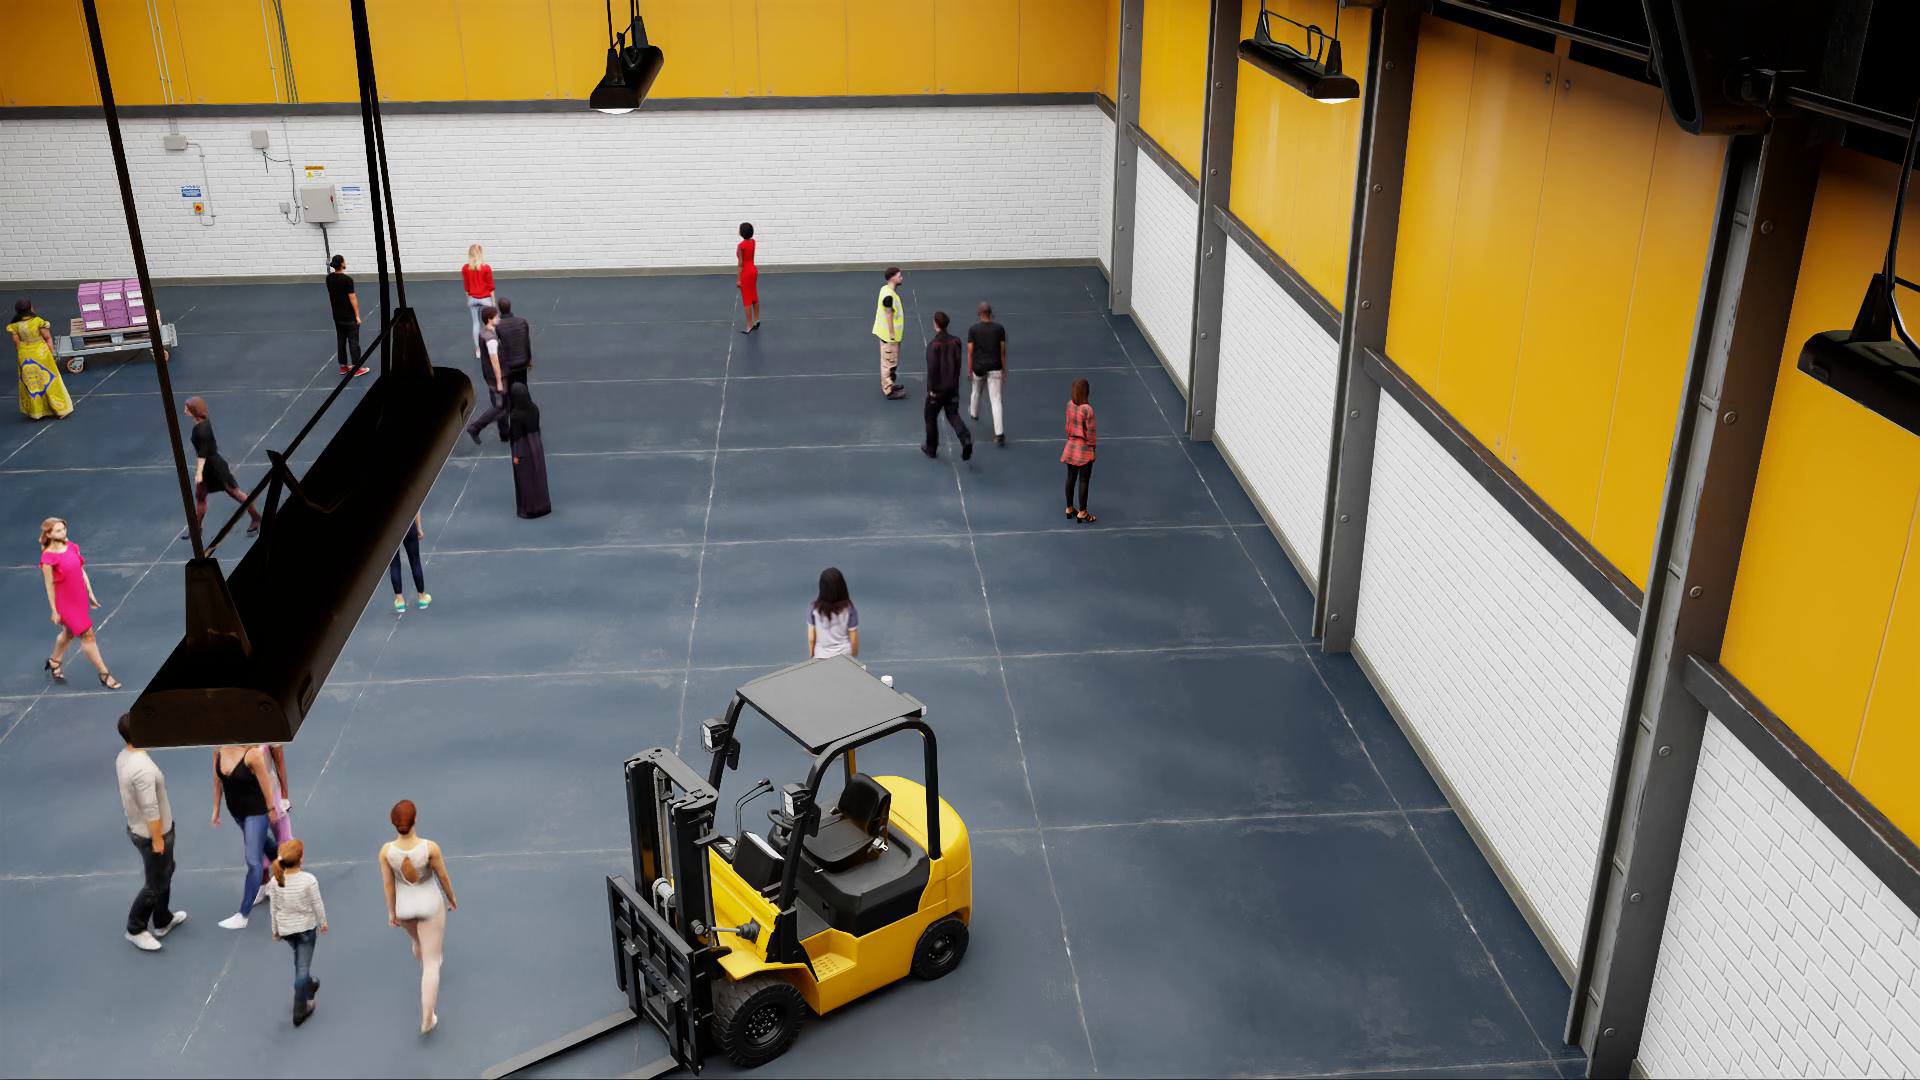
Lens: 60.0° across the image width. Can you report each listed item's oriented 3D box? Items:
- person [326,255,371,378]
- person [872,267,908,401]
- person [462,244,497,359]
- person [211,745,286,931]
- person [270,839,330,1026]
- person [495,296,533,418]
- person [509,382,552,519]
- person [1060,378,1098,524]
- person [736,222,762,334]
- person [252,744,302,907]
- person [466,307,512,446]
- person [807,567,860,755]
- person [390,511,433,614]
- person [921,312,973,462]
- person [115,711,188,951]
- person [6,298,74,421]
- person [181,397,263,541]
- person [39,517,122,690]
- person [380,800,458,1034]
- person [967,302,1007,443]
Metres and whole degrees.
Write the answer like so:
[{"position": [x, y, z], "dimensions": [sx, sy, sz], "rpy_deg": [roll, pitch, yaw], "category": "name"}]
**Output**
[{"position": [-8.866, -3.239, 23.966], "dimensions": [0.697, 1.756, 0.692], "rpy_deg": [9, 25, 20], "category": "person"}, {"position": [-0.955, -2.879, 23.033], "dimensions": [0.737, 1.842, 0.608], "rpy_deg": [-2, 24, -5], "category": "person"}, {"position": [-7.144, -3.560, 24.766], "dimensions": [0.626, 1.702, 0.533], "rpy_deg": [0, 24, 0], "category": "person"}, {"position": [-5.159, 1.945, 12.204], "dimensions": [0.917, 1.679, 1.101], "rpy_deg": [11, 26, 24], "category": "person"}, {"position": [-4.451, 2.637, 11.097], "dimensions": [0.535, 1.296, 0.691], "rpy_deg": [2, 24, 4], "category": "person"}, {"position": [-5.826, -2.274, 21.658], "dimensions": [0.780, 1.836, 0.783], "rpy_deg": [-18, 30, -36], "category": "person"}, {"position": [-4.974, -1.049, 19.132], "dimensions": [0.774, 1.615, 0.685], "rpy_deg": [11, 26, 24], "category": "person"}, {"position": [1.369, -1.031, 18.980], "dimensions": [0.762, 1.703, 0.663], "rpy_deg": [-17, 29, -34], "category": "person"}, {"position": [-3.300, -4.098, 25.947], "dimensions": [0.707, 1.742, 0.593], "rpy_deg": [12, 26, 25], "category": "person"}, {"position": [-5.132, 1.900, 12.233], "dimensions": [0.596, 1.737, 0.552], "rpy_deg": [1, 24, 2], "category": "person"}, {"position": [-6.002, -2.050, 21.154], "dimensions": [0.949, 1.828, 1.015], "rpy_deg": [-12, 27, -26], "category": "person"}, {"position": [-1.080, 1.044, 14.200], "dimensions": [0.573, 1.729, 0.499], "rpy_deg": [-2, 24, -4], "category": "person"}, {"position": [-5.674, -0.089, 16.826], "dimensions": [0.630, 1.702, 0.578], "rpy_deg": [-5, 24, -12], "category": "person"}, {"position": [-0.152, -1.863, 20.655], "dimensions": [1.035, 1.886, 1.237], "rpy_deg": [-15, 28, -31], "category": "person"}, {"position": [-5.776, 2.074, 11.784], "dimensions": [0.900, 1.777, 0.821], "rpy_deg": [-12, 26, -25], "category": "person"}, {"position": [-12.336, -2.421, 22.214], "dimensions": [0.888, 1.660, 0.817], "rpy_deg": [-5, 24, -12], "category": "person"}, {"position": [-8.182, -0.774, 18.463], "dimensions": [0.948, 1.646, 1.114], "rpy_deg": [-12, 26, -25], "category": "person"}, {"position": [-8.251, 0.589, 15.295], "dimensions": [0.820, 1.686, 1.018], "rpy_deg": [4, 24, 10], "category": "person"}, {"position": [-3.592, 2.505, 11.019], "dimensions": [0.567, 1.600, 1.058], "rpy_deg": [-2, 24, -5], "category": "person"}, {"position": [0.351, -2.095, 21.414], "dimensions": [0.727, 1.702, 1.343], "rpy_deg": [-2, 24, -6], "category": "person"}]
